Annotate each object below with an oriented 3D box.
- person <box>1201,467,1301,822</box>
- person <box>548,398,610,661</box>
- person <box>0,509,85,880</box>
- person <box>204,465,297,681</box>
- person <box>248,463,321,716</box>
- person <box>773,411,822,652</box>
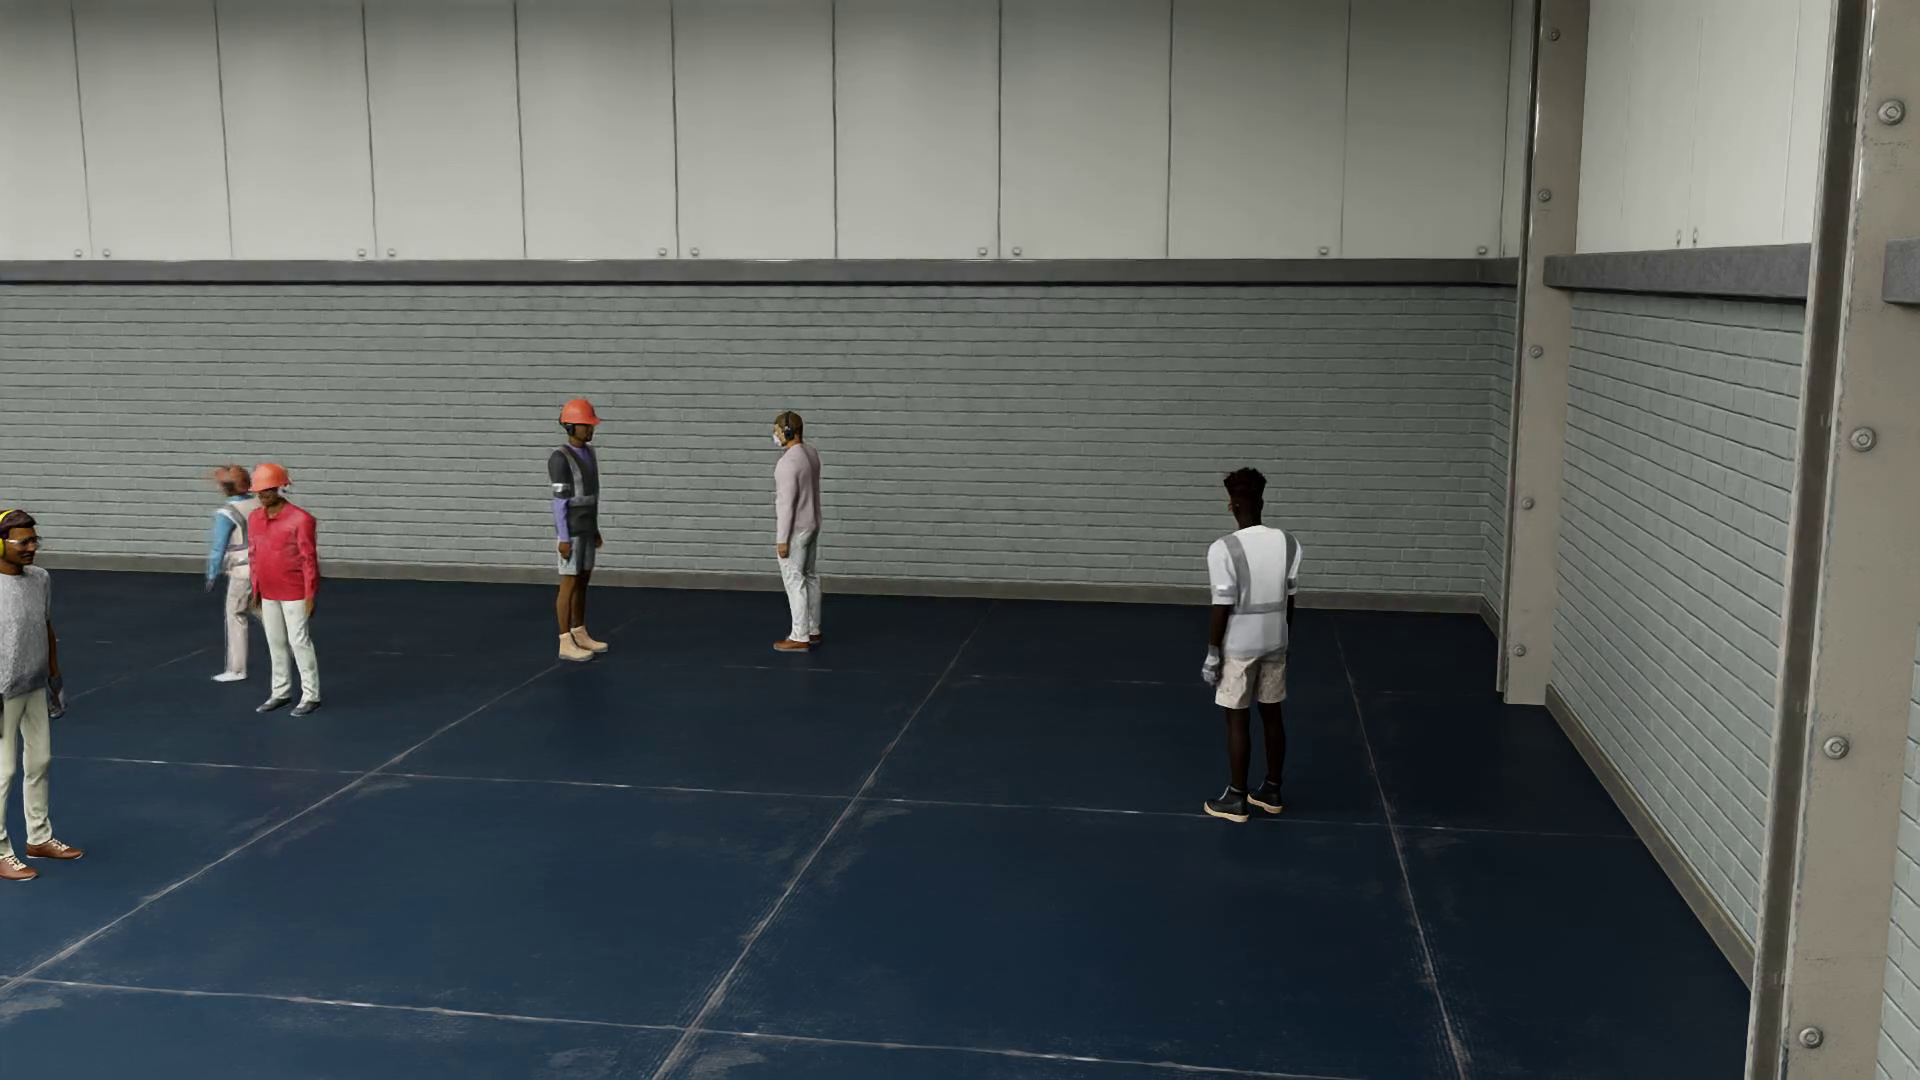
[{"bbox_3d":[1.592,0.576,9.196,0.603,1.957,0.391,-5,11,-30],"label":"person"},{"bbox_3d":[-2.968,-0.088,13.032,0.397,2.044,0.609,2,9,13],"label":"person"},{"bbox_3d":[-4.715,0.766,8.351,0.328,1.861,0.507,2,9,14],"label":"person"},{"bbox_3d":[-5.209,0.251,12.218,0.677,1.619,0.558,2,9,11],"label":"person"},{"bbox_3d":[-4.633,0.336,11.345,0.582,1.742,0.361,4,10,24],"label":"person"},{"bbox_3d":[-1.302,-0.066,13.266,0.374,1.929,0.639,3,10,16],"label":"person"}]
